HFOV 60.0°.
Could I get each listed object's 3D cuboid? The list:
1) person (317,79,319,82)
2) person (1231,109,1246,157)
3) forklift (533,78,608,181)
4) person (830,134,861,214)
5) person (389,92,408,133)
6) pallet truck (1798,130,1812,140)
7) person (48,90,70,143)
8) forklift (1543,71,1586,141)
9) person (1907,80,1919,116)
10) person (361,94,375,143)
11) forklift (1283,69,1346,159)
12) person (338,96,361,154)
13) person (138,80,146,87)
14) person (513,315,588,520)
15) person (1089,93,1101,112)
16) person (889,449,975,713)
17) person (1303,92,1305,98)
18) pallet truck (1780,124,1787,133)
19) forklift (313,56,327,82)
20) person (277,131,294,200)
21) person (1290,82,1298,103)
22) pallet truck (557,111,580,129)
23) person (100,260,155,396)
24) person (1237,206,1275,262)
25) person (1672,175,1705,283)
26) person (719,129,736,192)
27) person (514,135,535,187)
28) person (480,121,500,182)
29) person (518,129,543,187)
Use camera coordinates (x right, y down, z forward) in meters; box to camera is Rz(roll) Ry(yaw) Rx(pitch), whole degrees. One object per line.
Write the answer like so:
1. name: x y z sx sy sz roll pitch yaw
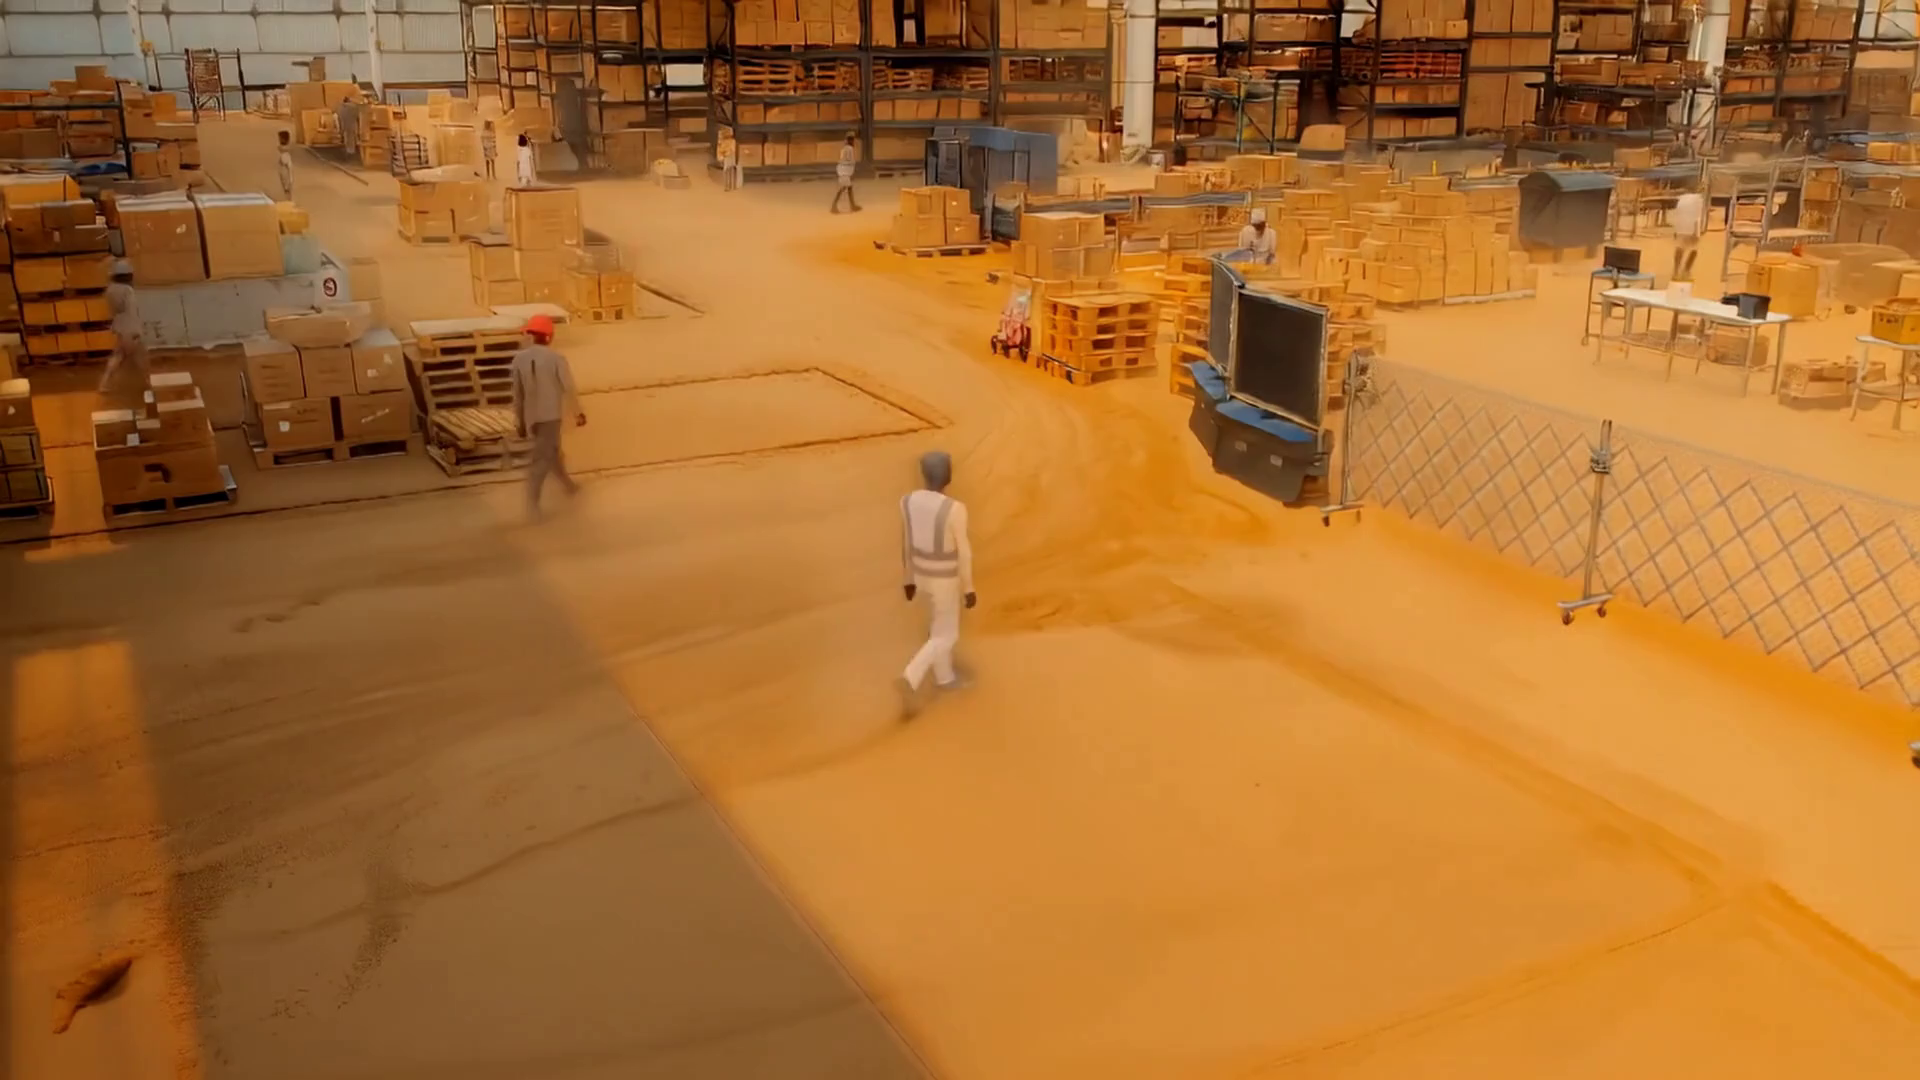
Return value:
1. person: -26.379 -18.085 68.741 0.549 1.936 0.368 12 21 33
2. person: 8.793 -12.750 52.467 0.528 1.709 0.940 9 20 26
3. forklift: -11.175 -11.689 47.276 1.873 2.768 1.129 -9 20 -26
4. person: -2.786 -8.775 39.859 0.928 1.873 0.576 -9 20 -27
5. person: -19.669 -14.724 58.310 0.595 1.914 0.404 -3 18 -8
6. pallet truck: 25.526 -11.556 49.408 1.630 1.274 0.653 -9 20 -26
7. person: -32.654 -15.355 60.308 0.632 1.898 1.027 -3 18 -8
8. forklift: 18.685 -13.231 52.085 1.873 2.768 1.129 -9 20 -26
9. person: 41.461 -19.157 72.465 0.557 1.702 0.934 -1 18 -4
10. person: -20.839 -14.775 58.594 0.452 1.828 0.630 -6 19 -19
11. forklift: 11.615 -13.871 54.079 1.129 2.768 1.873 -9 20 -27
12. person: -20.496 -13.921 55.791 0.639 1.916 0.750 1 18 4
13. person: -32.297 -17.204 65.894 0.379 1.996 0.611 -16 24 -41
14. person: -4.010 -1.220 16.183 0.598 1.929 1.063 9 20 27
15. person: 5.337 -16.912 65.657 0.527 1.582 0.706 -1 18 -4
16. person: -0.210 0.290 11.583 0.798 1.860 0.581 -16 24 -41
17. person: 12.422 -15.278 60.143 1.031 1.849 0.648 -3 18 -8
18. pallet truck: 25.206 -12.542 52.601 1.601 1.201 0.680 0 18 -2
19. forklift: -26.219 -18.484 68.460 1.873 2.768 1.129 -9 20 -26
20. person: -16.007 -8.719 39.515 0.379 1.958 0.606 -10 20 -29
21. person: 13.551 -17.763 67.942 0.901 1.802 0.654 -7 19 -22
22. pallet truck: -13.495 -14.412 57.188 0.823 1.965 1.885 -3 18 -9
23. person: -10.634 -2.689 21.124 0.500 1.701 0.889 9 20 26
24. person: 4.581 -4.245 25.765 0.588 1.829 0.404 -1 18 -5
25. person: 12.908 -5.498 29.534 0.464 1.920 0.563 -14 22 -37
26. person: -6.211 -10.133 44.424 0.313 1.639 0.523 14 23 37
27. person: -10.304 -8.630 39.376 0.315 1.864 0.528 17 24 42
28. person: -13.286 -10.982 46.980 0.315 1.696 0.540 14 22 37
29. person: -11.701 -10.336 45.129 0.859 1.599 0.531 6 19 19
